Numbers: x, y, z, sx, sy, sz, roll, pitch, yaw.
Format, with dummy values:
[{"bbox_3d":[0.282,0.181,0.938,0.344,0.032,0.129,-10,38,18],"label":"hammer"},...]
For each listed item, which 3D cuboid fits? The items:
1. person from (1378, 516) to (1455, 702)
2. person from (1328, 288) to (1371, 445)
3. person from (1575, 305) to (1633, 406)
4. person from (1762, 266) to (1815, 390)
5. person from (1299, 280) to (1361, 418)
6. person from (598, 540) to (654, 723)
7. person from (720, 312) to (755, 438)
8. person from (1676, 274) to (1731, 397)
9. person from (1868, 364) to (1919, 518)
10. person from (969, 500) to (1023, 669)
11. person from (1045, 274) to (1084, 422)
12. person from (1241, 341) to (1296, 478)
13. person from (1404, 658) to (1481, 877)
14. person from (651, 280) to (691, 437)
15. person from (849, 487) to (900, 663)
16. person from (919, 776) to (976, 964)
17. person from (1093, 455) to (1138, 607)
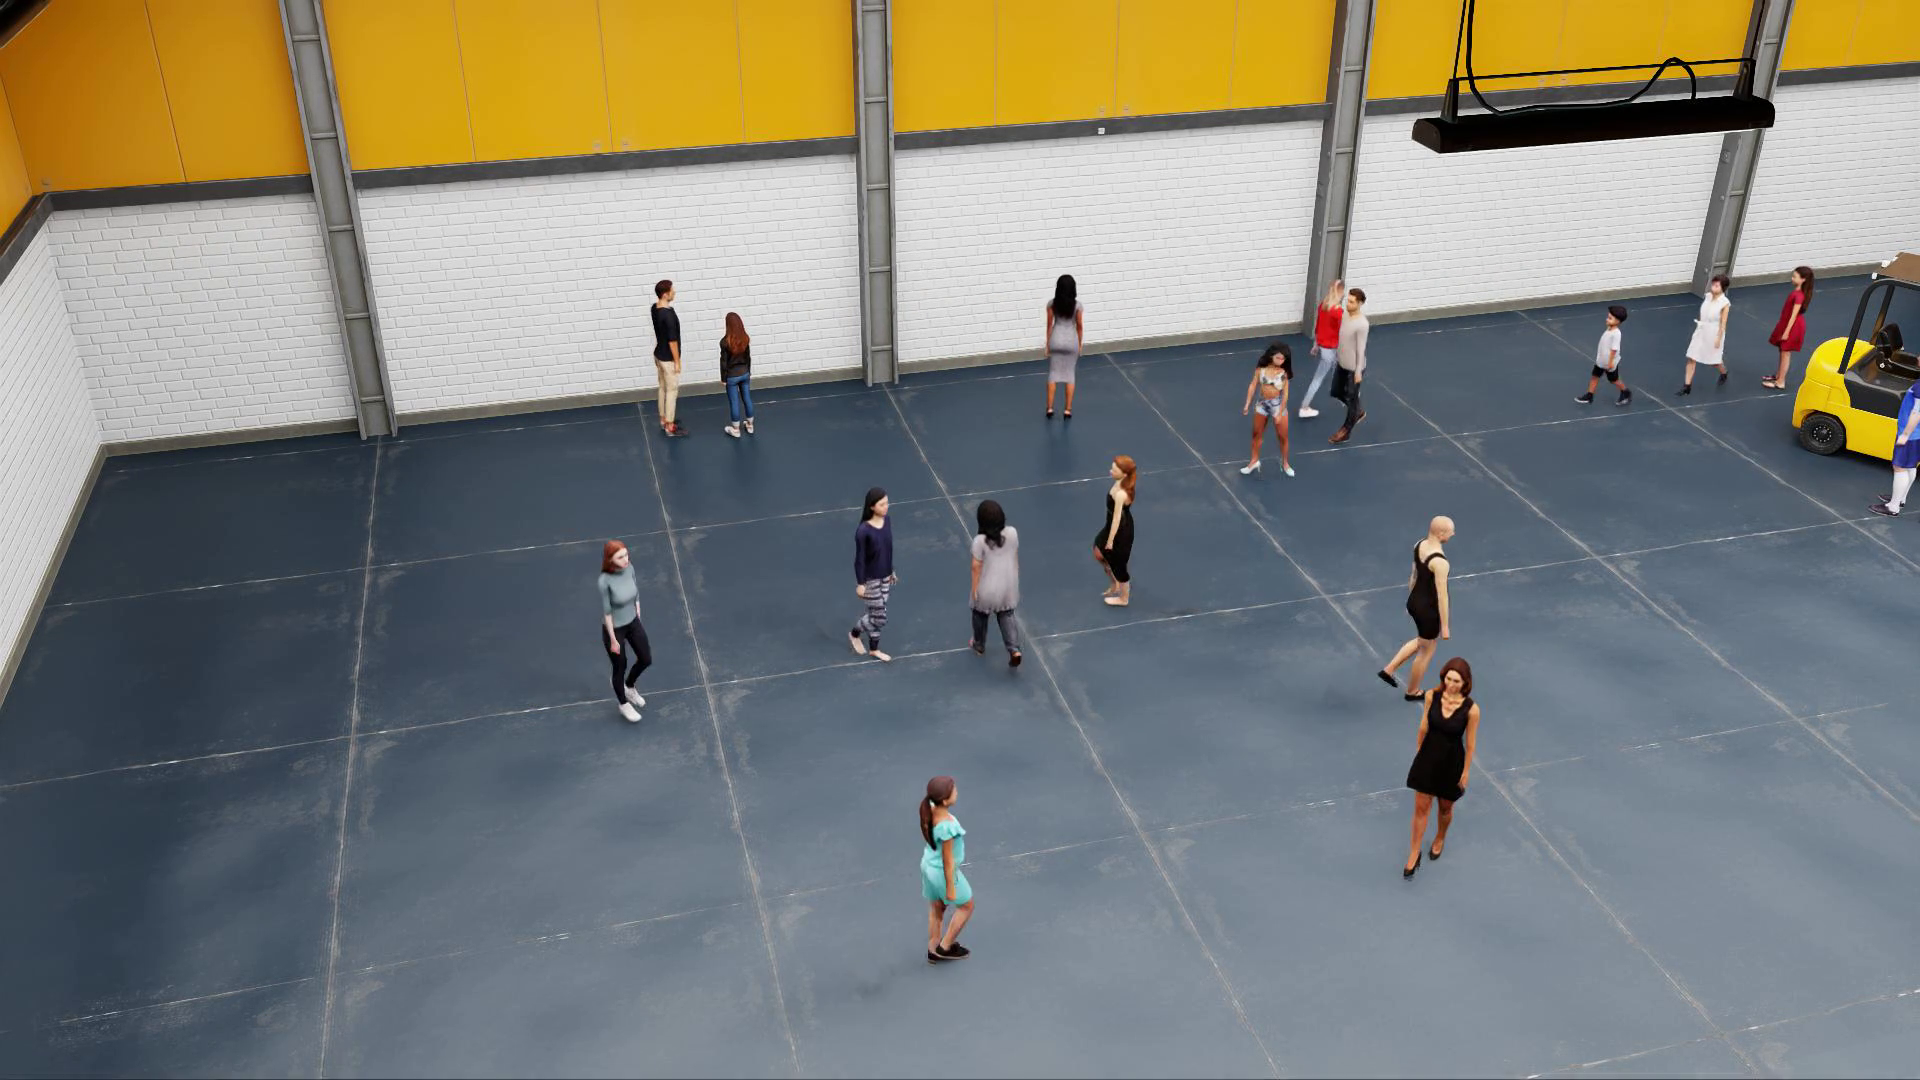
[{"bbox_3d":[3.866,0.612,14.138,0.765,1.798,0.704,-4,29,-8],"label":"person"},{"bbox_3d":[4.492,-1.984,18.834,0.829,1.860,0.739,-13,31,-23],"label":"person"},{"bbox_3d":[7.809,-2.192,19.860,0.913,1.242,0.601,-2,29,-3],"label":"person"},{"bbox_3d":[10.164,-2.603,20.290,0.743,1.552,0.683,12,31,21],"label":"person"},{"bbox_3d":[4.222,-2.189,19.413,1.065,1.666,0.651,-9,30,-16],"label":"person"},{"bbox_3d":[-2.896,0.742,13.969,0.767,1.734,0.700,21,35,34],"label":"person"},{"bbox_3d":[-2.554,-1.909,19.091,0.571,1.481,0.683,-23,36,-36],"label":"person"},{"bbox_3d":[9.099,-2.468,20.067,1.005,1.528,0.632,-13,31,-22],"label":"person"},{"bbox_3d":[9.912,-1.130,17.288,0.818,1.842,0.703,24,37,37],"label":"person"},{"bbox_3d":[0.340,0.409,14.732,0.902,1.587,0.753,-11,30,-19],"label":"person"},{"bbox_3d":[1.197,-2.231,19.375,0.615,1.776,0.723,5,29,8],"label":"person"},{"bbox_3d":[3.337,-1.426,18.082,0.855,1.600,0.811,-25,37,-37],"label":"person"},{"bbox_3d":[3.555,1.645,12.210,0.776,1.831,0.839,17,33,28],"label":"person"},{"bbox_3d":[-3.360,-2.094,19.043,0.658,1.852,0.746,-16,32,-26],"label":"person"},{"bbox_3d":[-0.824,0.280,14.825,0.823,1.724,0.763,19,34,31],"label":"person"},{"bbox_3d":[-0.178,2.276,11.343,0.629,1.555,0.604,-14,31,-23],"label":"person"},{"bbox_3d":[1.575,-0.062,15.570,0.745,1.611,0.706,6,29,10],"label":"person"}]
